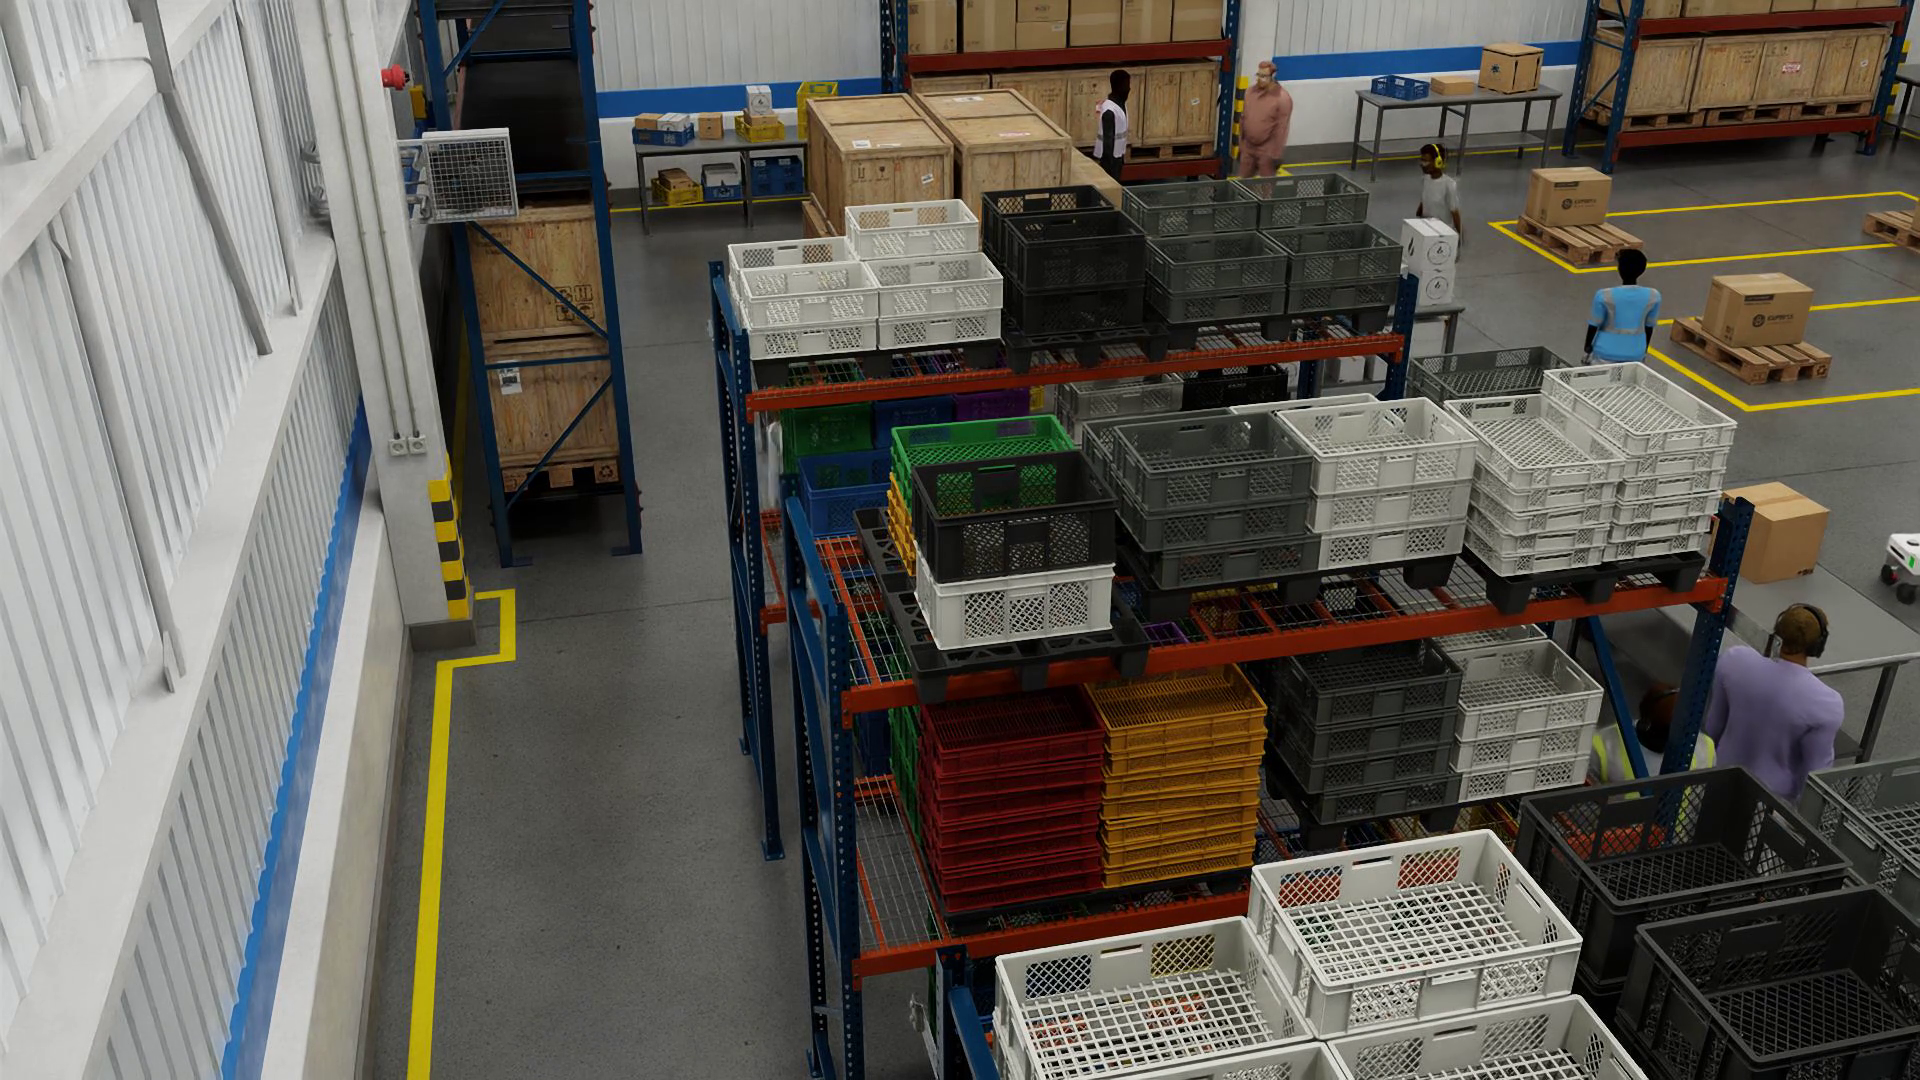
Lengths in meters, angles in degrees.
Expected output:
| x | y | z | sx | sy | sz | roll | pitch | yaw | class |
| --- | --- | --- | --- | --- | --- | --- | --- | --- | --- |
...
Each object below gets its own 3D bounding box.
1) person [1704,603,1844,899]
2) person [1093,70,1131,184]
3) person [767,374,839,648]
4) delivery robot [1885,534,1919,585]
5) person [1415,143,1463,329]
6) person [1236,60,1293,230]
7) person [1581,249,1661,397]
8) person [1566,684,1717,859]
| x | y | z | sx | sy | sz | roll | pitch | yaw | class |
| --- | --- | --- | --- | --- | --- | --- | --- | --- | --- |
| 3.854 | 1.164 | 8.043 | 0.358 | 1.931 | 0.628 | -17 | 32 | -28 | person |
| 1.668 | -4.192 | 18.231 | 0.394 | 1.911 | 0.583 | 7 | 29 | 13 | person |
| -0.875 | -0.207 | 10.730 | 0.577 | 1.857 | 0.821 | 17 | 32 | 28 | person |
| 6.764 | 0.109 | 11.412 | 0.707 | 0.478 | 0.477 | -1 | 28 | -1 | delivery robot |
| 4.523 | -2.834 | 15.725 | 0.572 | 1.830 | 0.538 | -7 | 29 | -12 | person |
| 3.366 | -4.412 | 18.648 | 0.644 | 1.906 | 0.405 | 24 | 36 | 38 | person |
| 5.278 | -1.503 | 13.366 | 0.546 | 1.690 | 0.323 | 2 | 28 | 4 | person |
| 3.082 | 1.436 | 7.635 | 0.635 | 1.829 | 0.460 | 1 | 28 | 2 | person |
